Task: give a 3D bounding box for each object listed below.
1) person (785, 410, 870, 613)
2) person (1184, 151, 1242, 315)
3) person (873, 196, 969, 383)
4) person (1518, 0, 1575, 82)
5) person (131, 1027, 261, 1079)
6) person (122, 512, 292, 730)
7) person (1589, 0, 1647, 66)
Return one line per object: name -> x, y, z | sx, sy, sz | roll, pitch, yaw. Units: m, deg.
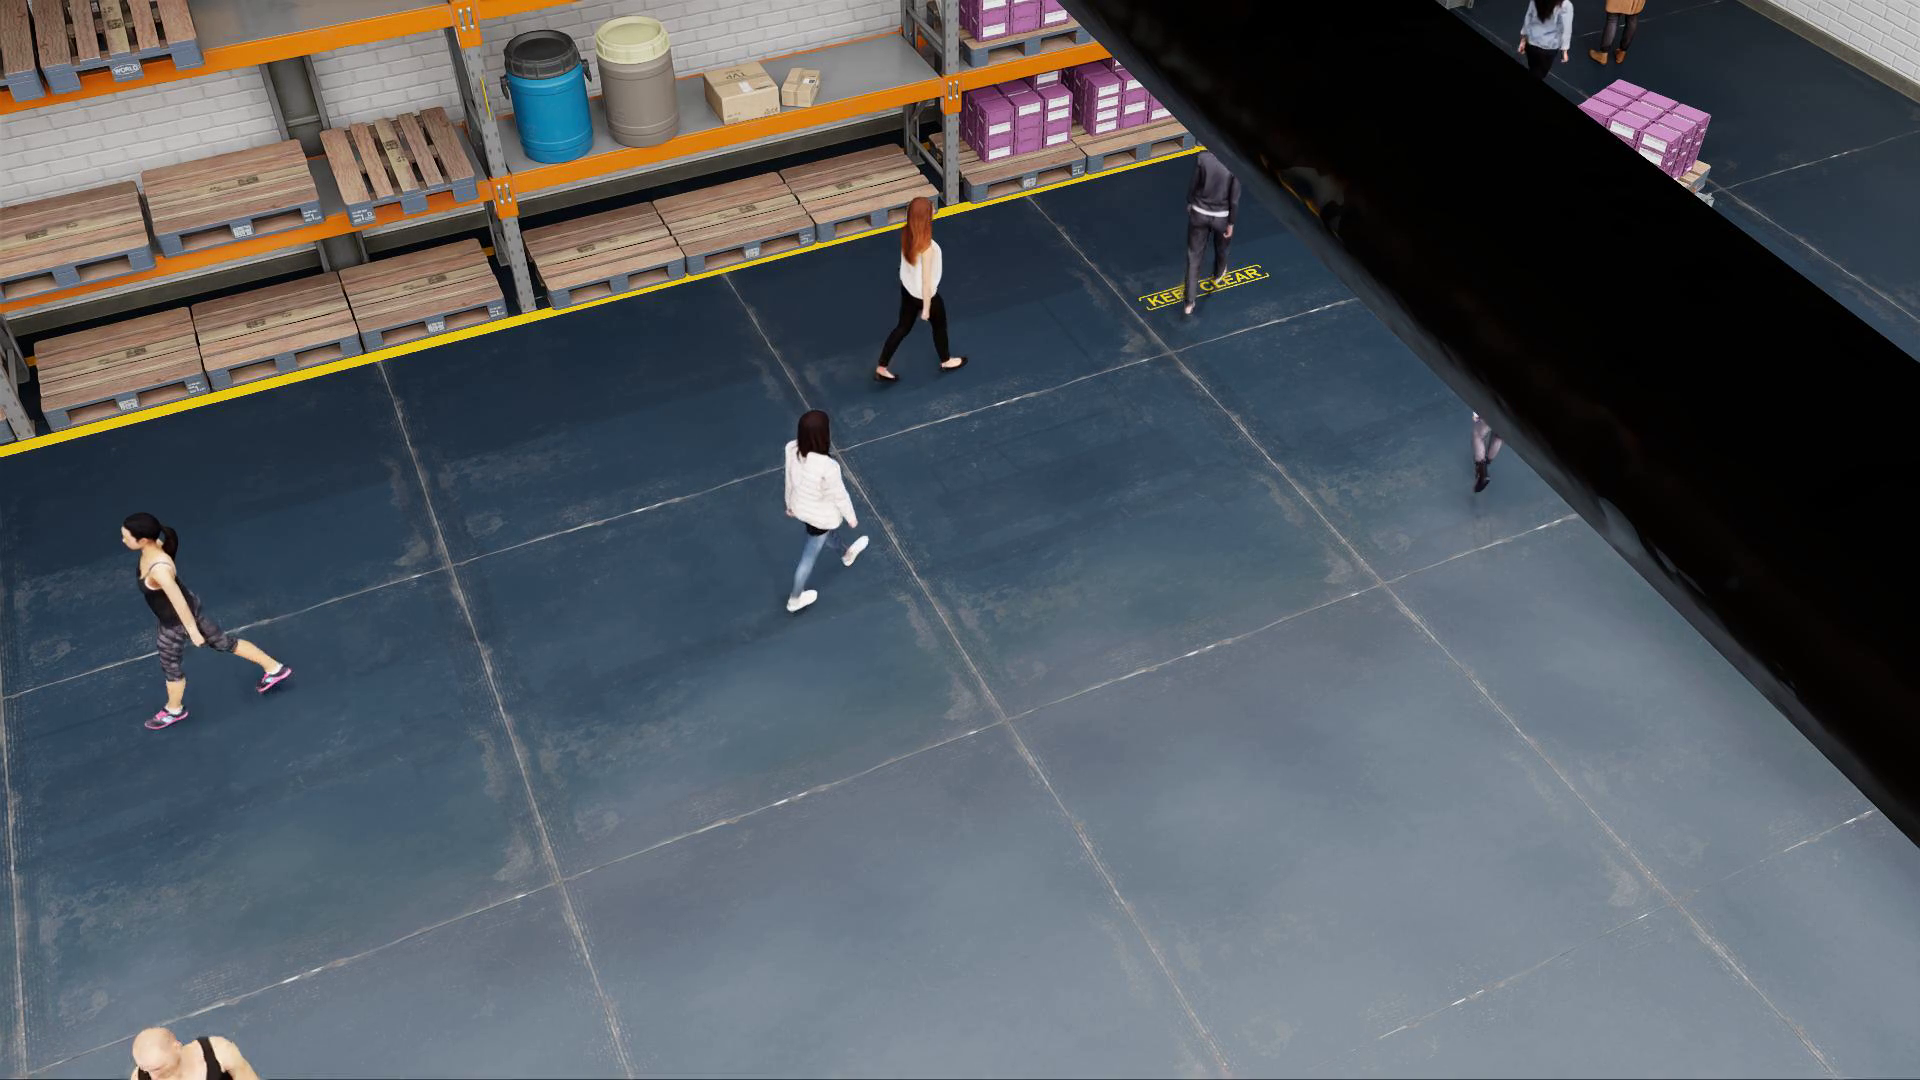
person -> -1.024, -0.155, 11.212 | 0.898, 1.593, 1.148 | 32, 52, 29
person -> 2.056, -2.652, 13.761 | 1.078, 1.693, 1.118 | 13, 45, 13
person -> -0.393, -1.911, 12.984 | 1.087, 1.691, 0.671 | -23, 48, -22
person -> 5.485, -4.642, 15.851 | 0.781, 1.692, 0.685 | -26, 49, -25
person -> -3.592, 2.749, 8.020 | 0.623, 1.792, 0.742 | -31, 52, -28
person -> -4.807, 0.465, 10.500 | 1.145, 1.679, 0.572 | -19, 47, -19
person -> 6.829, -5.681, 16.916 | 0.669, 1.727, 0.784 | -4, 44, -4
